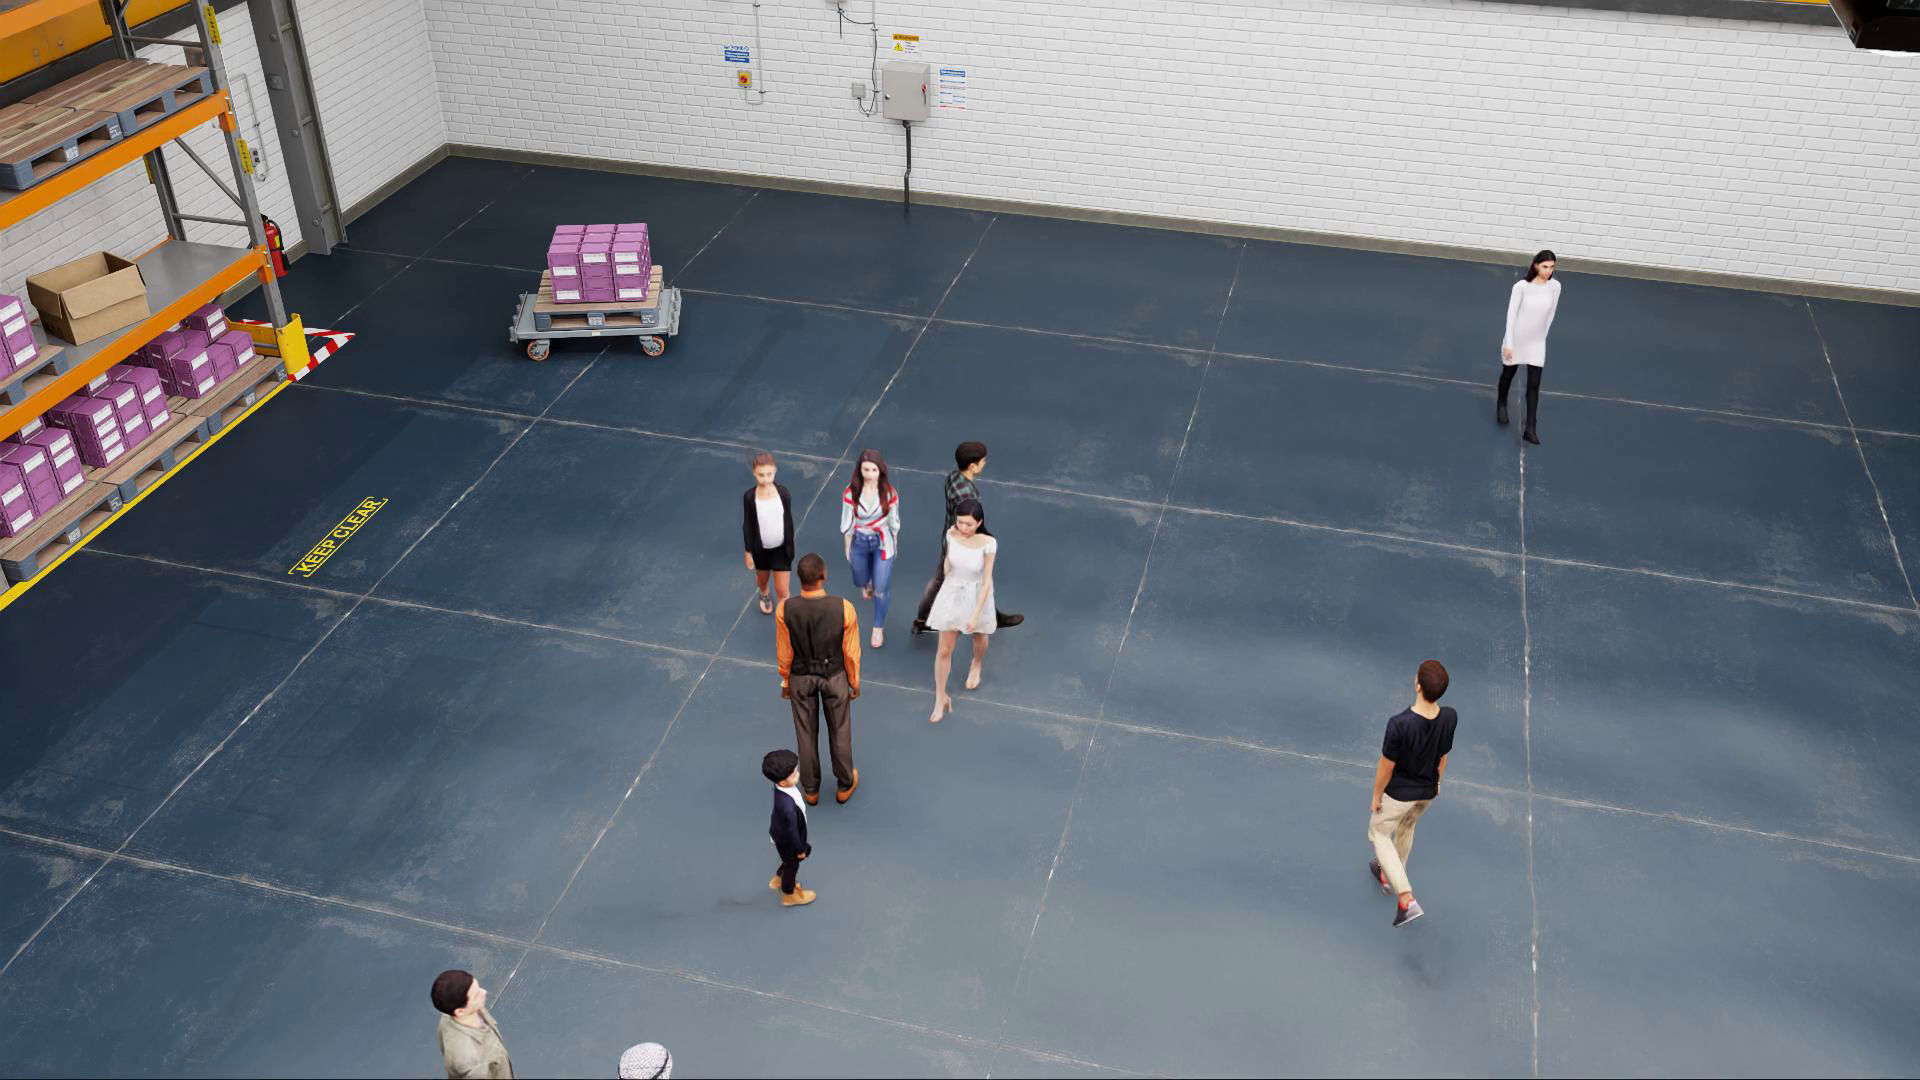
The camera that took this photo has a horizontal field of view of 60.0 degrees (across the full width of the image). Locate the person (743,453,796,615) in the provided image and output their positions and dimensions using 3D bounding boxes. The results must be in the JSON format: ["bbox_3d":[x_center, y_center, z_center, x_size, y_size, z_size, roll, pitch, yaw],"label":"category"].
[{"bbox_3d":[-1.445,0.011,12.561,0.809,1.530,1.085,-4,34,-6],"label":"person"}]

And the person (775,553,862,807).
[{"bbox_3d":[-0.922,0.918,10.857,0.771,1.906,0.727,-1,34,-2],"label":"person"}]

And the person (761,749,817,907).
[{"bbox_3d":[-1.100,1.778,10.185,0.636,1.218,0.543,-4,34,-7],"label":"person"}]

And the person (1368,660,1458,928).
[{"bbox_3d":[2.728,1.549,9.971,0.937,1.836,1.073,-9,35,-14],"label":"person"}]

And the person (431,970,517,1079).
[{"bbox_3d":[-2.331,2.778,8.097,0.853,1.864,0.762,-14,36,-19],"label":"person"}]

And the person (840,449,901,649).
[{"bbox_3d":[-0.661,-0.009,12.527,0.729,1.601,0.962,1,34,1],"label":"person"}]

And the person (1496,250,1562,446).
[{"bbox_3d":[5.098,-1.824,15.104,0.779,1.772,1.098,1,34,2],"label":"person"}]

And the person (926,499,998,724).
[{"bbox_3d":[0.111,0.402,11.781,0.710,1.742,0.998,15,36,21],"label":"person"}]

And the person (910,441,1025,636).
[{"bbox_3d":[-0.062,0.040,12.298,1.079,1.672,1.188,-9,35,-13],"label":"person"}]
